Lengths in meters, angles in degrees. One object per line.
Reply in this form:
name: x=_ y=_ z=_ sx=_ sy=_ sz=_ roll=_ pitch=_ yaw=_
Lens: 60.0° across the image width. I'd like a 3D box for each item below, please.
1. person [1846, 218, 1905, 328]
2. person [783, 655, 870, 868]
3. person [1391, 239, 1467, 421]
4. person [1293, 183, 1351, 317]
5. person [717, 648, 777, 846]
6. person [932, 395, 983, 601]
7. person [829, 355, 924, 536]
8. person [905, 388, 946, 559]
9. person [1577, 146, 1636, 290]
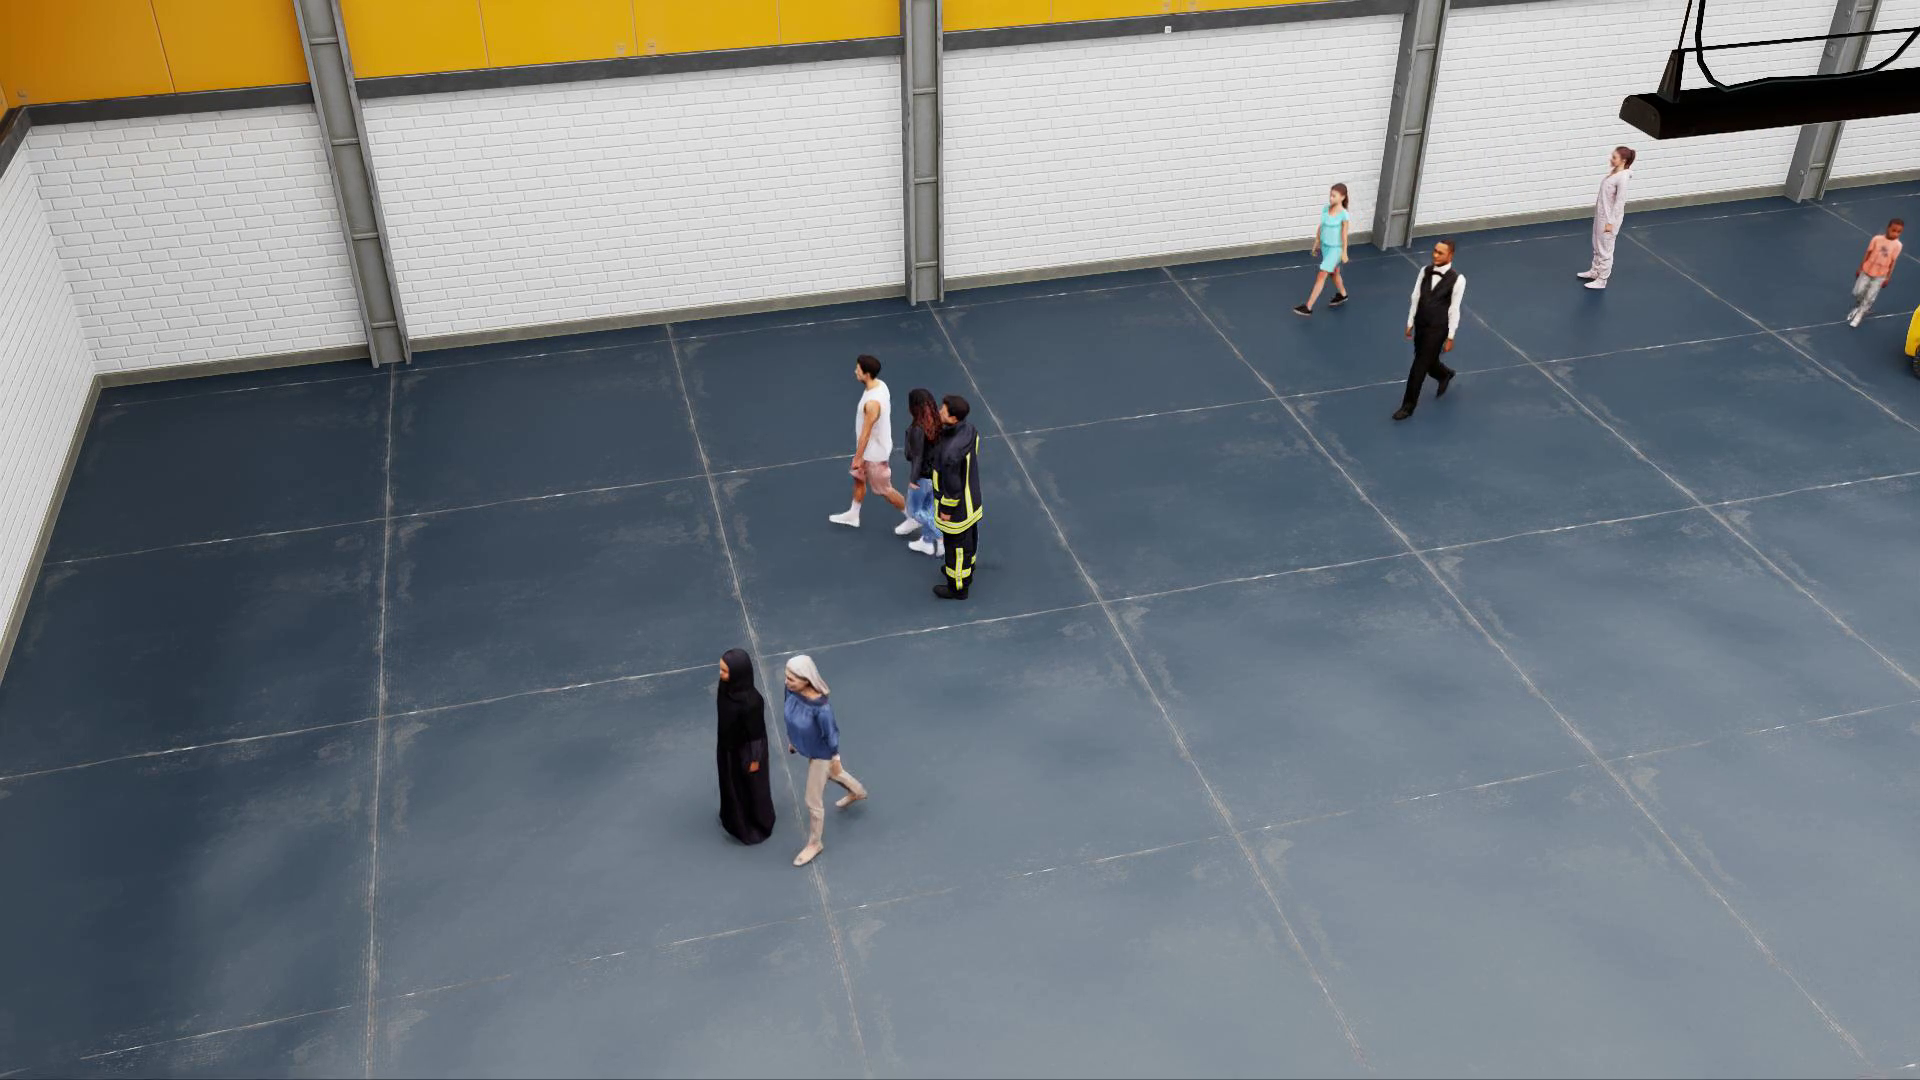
person: x=10.238 y=-3.011 z=18.571 sx=0.624 sy=1.296 sz=0.672 roll=27 pitch=42 yaw=35
person: x=-0.946 y=1.428 z=11.559 sx=1.116 sy=1.666 sz=0.901 roll=-23 pitch=40 yaw=-30
person: x=4.814 y=-2.144 z=16.734 sx=1.296 sy=1.887 sz=0.995 roll=-22 pitch=40 yaw=-30
person: x=4.256 y=-3.291 z=18.795 sx=1.111 sy=1.516 sz=0.715 roll=-16 pitch=37 yaw=-23
person: x=-1.514 y=1.414 z=11.627 sx=0.697 sy=1.615 sz=0.686 roll=-21 pitch=39 yaw=-29
person: x=-0.018 y=-0.379 z=14.042 sx=0.871 sy=1.926 sz=0.886 roll=8 pitch=34 yaw=12
person: x=-0.679 y=-0.798 z=14.830 sx=1.207 sy=1.752 sz=0.896 roll=2 pitch=34 yaw=3
person: x=-0.230 y=-0.558 z=14.584 sx=0.932 sy=1.625 sz=0.872 roll=12 pitch=35 yaw=17
person: x=7.571 y=-3.774 z=19.361 sx=0.670 sy=1.692 sz=0.701 roll=1 pitch=34 yaw=2
